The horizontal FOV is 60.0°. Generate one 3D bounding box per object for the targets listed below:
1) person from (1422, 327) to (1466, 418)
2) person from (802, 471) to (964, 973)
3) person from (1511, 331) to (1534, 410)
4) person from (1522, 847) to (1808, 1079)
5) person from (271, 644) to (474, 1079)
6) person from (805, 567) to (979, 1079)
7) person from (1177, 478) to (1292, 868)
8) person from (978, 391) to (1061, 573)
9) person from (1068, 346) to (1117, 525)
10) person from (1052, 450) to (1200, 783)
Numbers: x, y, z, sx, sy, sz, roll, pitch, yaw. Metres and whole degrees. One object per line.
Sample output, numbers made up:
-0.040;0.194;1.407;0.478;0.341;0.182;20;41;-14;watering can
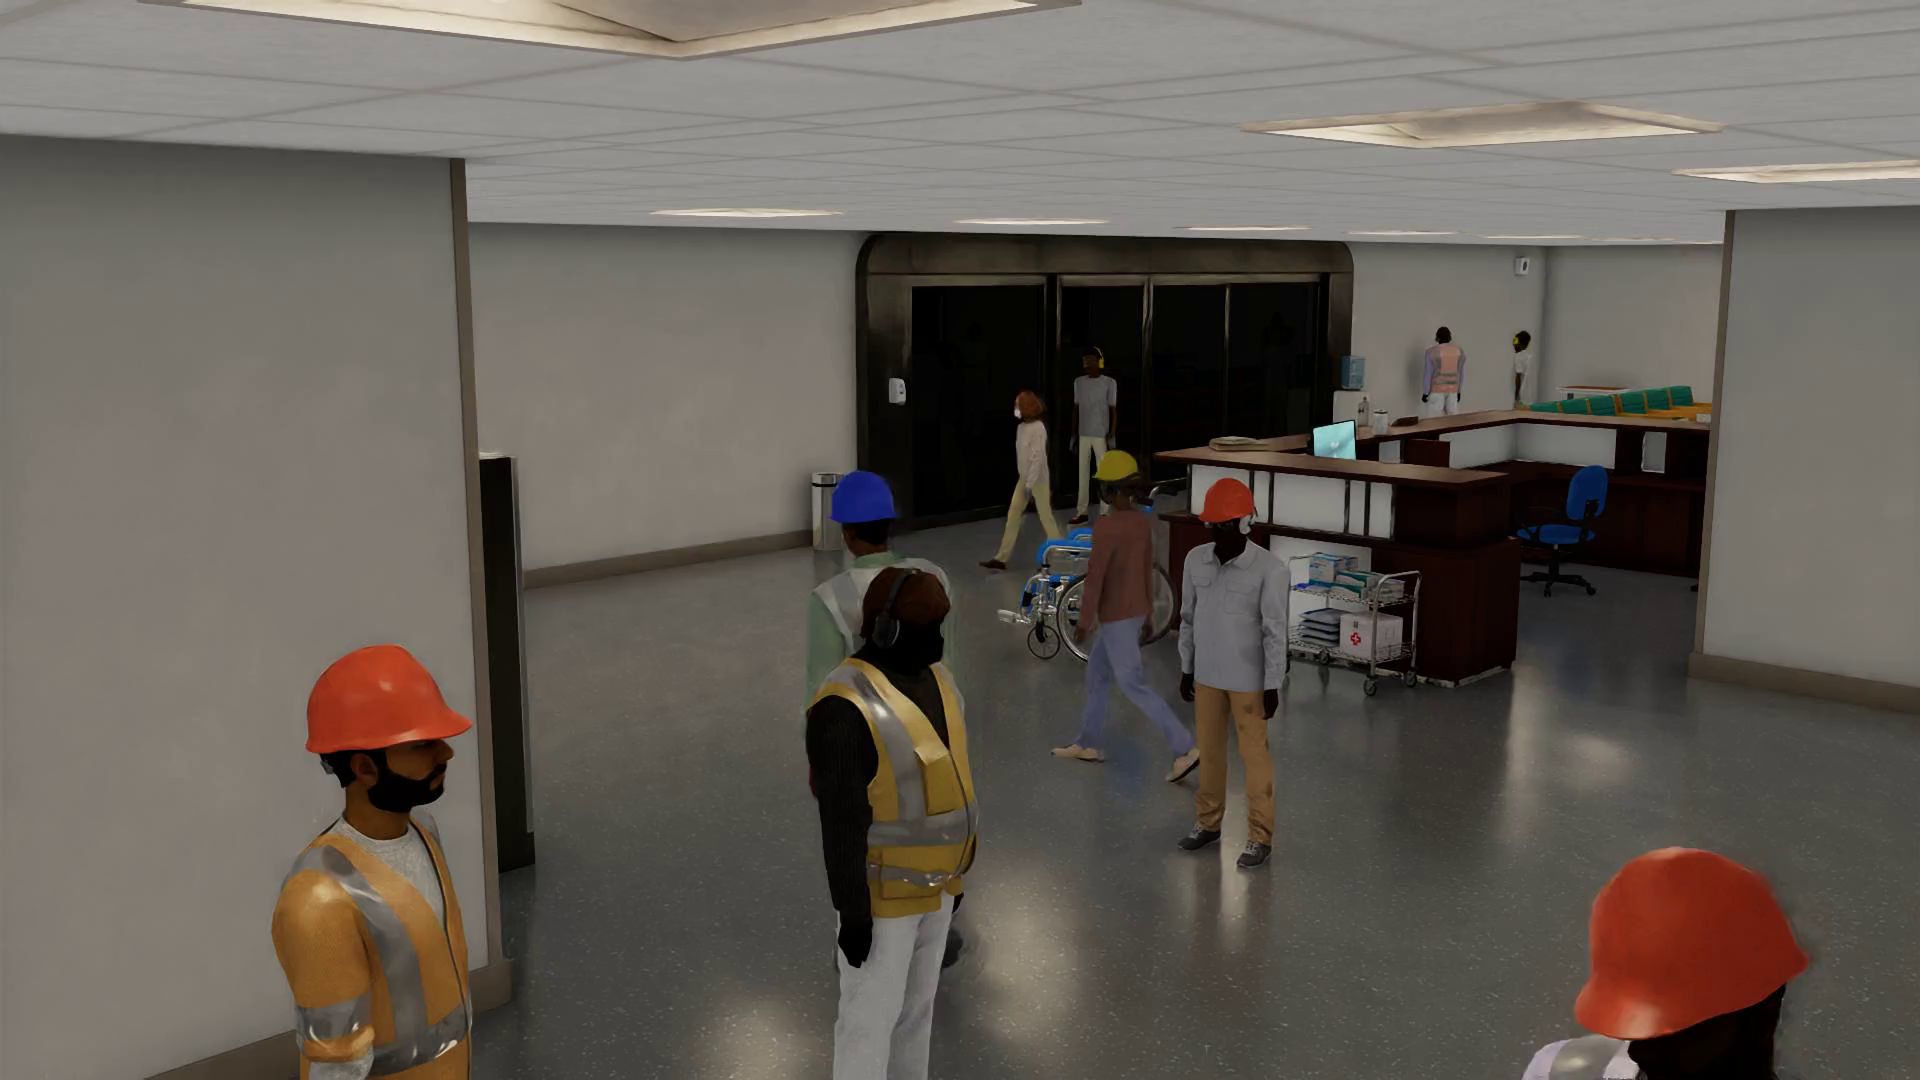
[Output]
6.866;-2.114;23.696;0.624;1.841;0.430;-2;9;-12;person
-0.282;0.712;6.058;0.625;1.933;0.496;-7;12;-39;person
7.418;-1.849;22.101;0.341;1.835;0.675;7;11;36;person
0.982;1.339;2.296;0.660;1.920;0.452;8;12;39;person
-1.105;1.160;3.295;0.347;1.943;0.545;0;9;-1;person
-0.164;0.981;4.718;0.429;1.840;0.624;5;10;26;person
1.197;0.585;7.436;0.563;1.742;0.361;9;13;44;person
0.552;-0.485;14.427;0.812;1.591;0.518;-5;10;-26;person
1.373;-1.067;17.180;0.533;1.868;0.310;6;11;30;person
0.899;0.388;8.705;0.891;1.723;0.518;5;10;28;person
